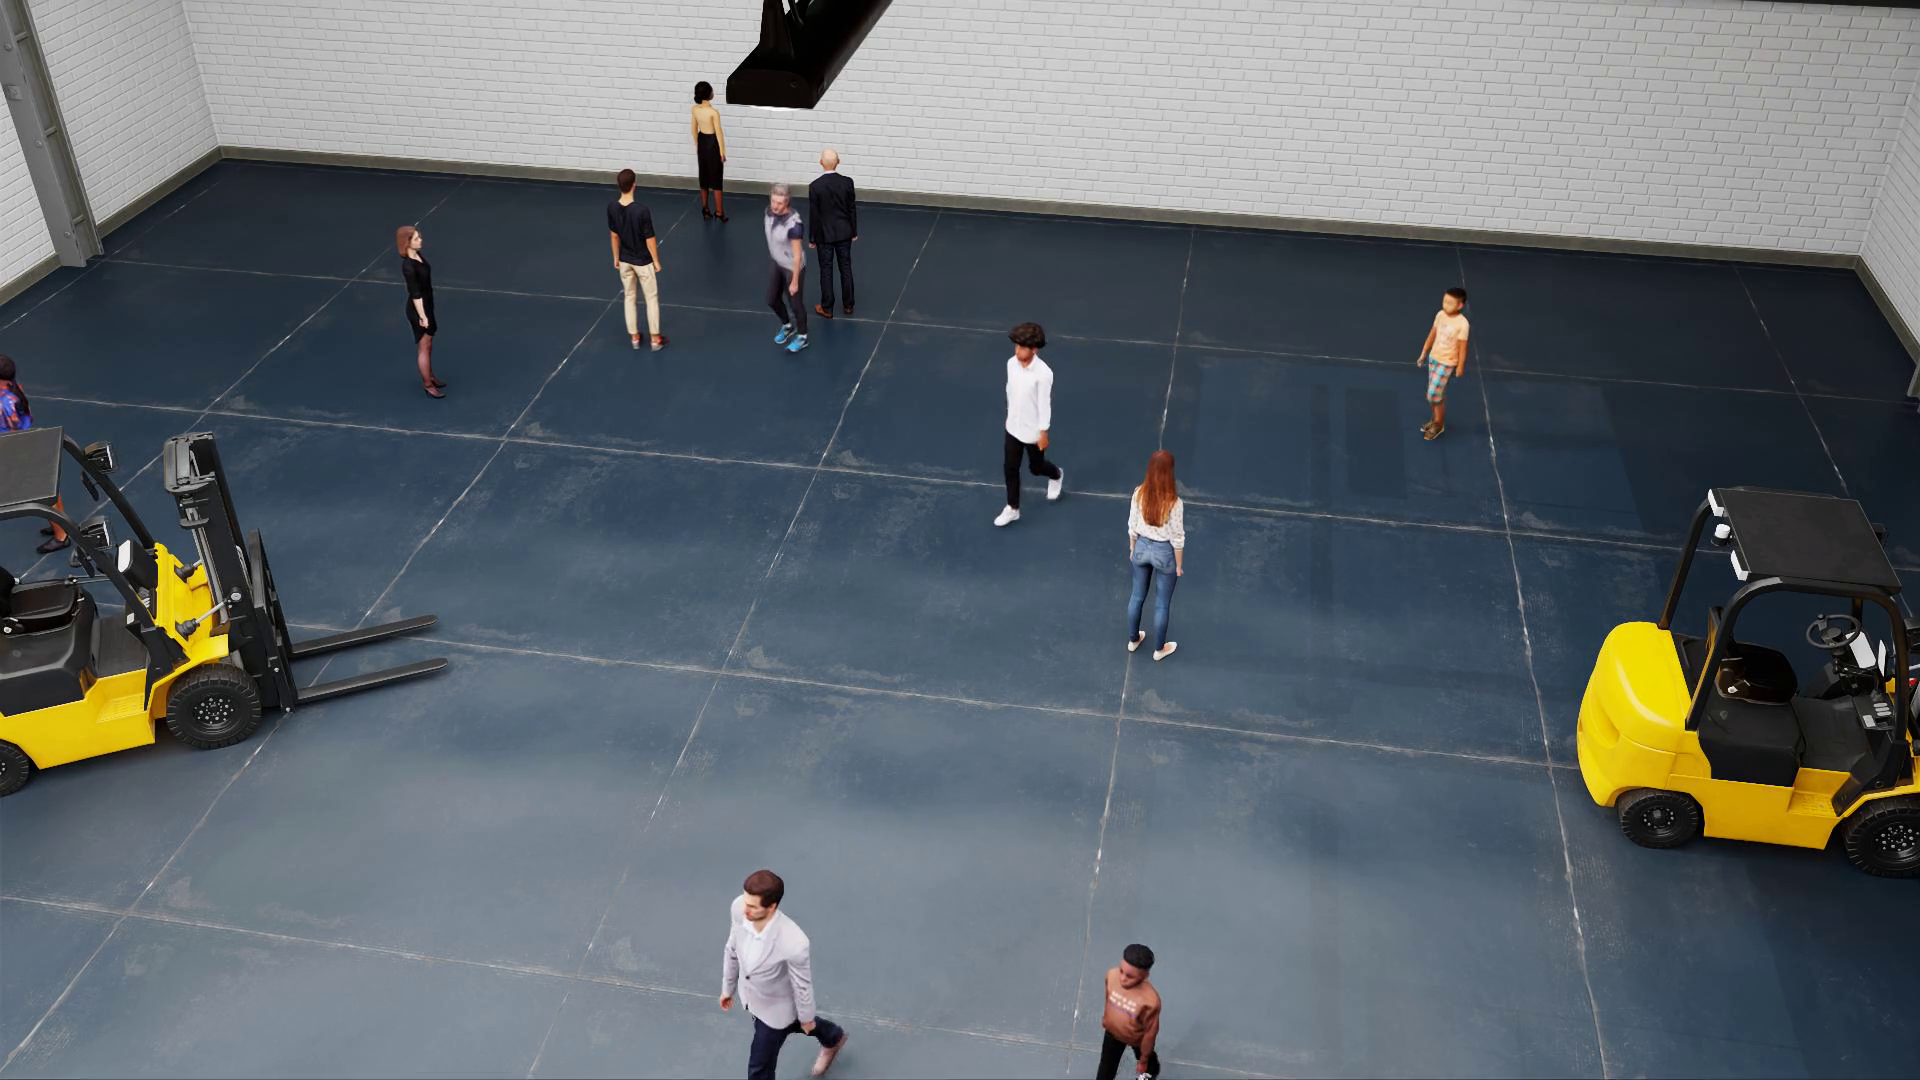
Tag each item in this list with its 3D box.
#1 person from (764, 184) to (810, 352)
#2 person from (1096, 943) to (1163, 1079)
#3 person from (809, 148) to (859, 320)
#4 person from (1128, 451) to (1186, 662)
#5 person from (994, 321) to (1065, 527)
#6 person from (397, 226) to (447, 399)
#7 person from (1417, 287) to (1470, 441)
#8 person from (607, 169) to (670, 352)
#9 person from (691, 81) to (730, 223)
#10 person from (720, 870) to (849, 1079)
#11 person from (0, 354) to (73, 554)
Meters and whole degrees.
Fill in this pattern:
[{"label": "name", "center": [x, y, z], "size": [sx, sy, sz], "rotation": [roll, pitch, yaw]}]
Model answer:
[{"label": "person", "center": [-1.674, -2.697, 16.387], "size": [0.845, 1.793, 0.835], "rotation": [-22, 40, -30]}, {"label": "person", "center": [0.958, 2.612, 8.918], "size": [0.810, 1.220, 0.968], "rotation": [26, 42, 34]}, {"label": "person", "center": [-1.301, -3.144, 17.054], "size": [0.773, 1.800, 0.781], "rotation": [-13, 36, -19]}, {"label": "person", "center": [1.434, 0.106, 12.229], "size": [0.644, 1.728, 0.619], "rotation": [19, 38, 27]}, {"label": "person", "center": [0.613, -0.986, 13.817], "size": [0.980, 1.788, 1.147], "rotation": [27, 42, 34]}, {"label": "person", "center": [-5.076, -2.157, 15.654], "size": [0.709, 1.705, 0.555], "rotation": [-6, 34, -9]}, {"label": "person", "center": [4.443, -1.635, 15.099], "size": [0.711, 1.450, 0.648], "rotation": [-16, 37, -23]}, {"label": "person", "center": [-3.198, -2.745, 16.408], "size": [0.662, 1.850, 0.572], "rotation": [9, 35, 13]}, {"label": "person", "center": [-2.894, -4.480, 19.196], "size": [0.651, 1.653, 0.663], "rotation": [19, 38, 27]}, {"label": "person", "center": [-0.930, 2.364, 8.748], "size": [1.278, 1.821, 1.140], "rotation": [-26, 42, -33]}, {"label": "person", "center": [-7.548, -0.718, 13.455], "size": [0.728, 1.743, 0.613], "rotation": [-11, 35, -16]}]
